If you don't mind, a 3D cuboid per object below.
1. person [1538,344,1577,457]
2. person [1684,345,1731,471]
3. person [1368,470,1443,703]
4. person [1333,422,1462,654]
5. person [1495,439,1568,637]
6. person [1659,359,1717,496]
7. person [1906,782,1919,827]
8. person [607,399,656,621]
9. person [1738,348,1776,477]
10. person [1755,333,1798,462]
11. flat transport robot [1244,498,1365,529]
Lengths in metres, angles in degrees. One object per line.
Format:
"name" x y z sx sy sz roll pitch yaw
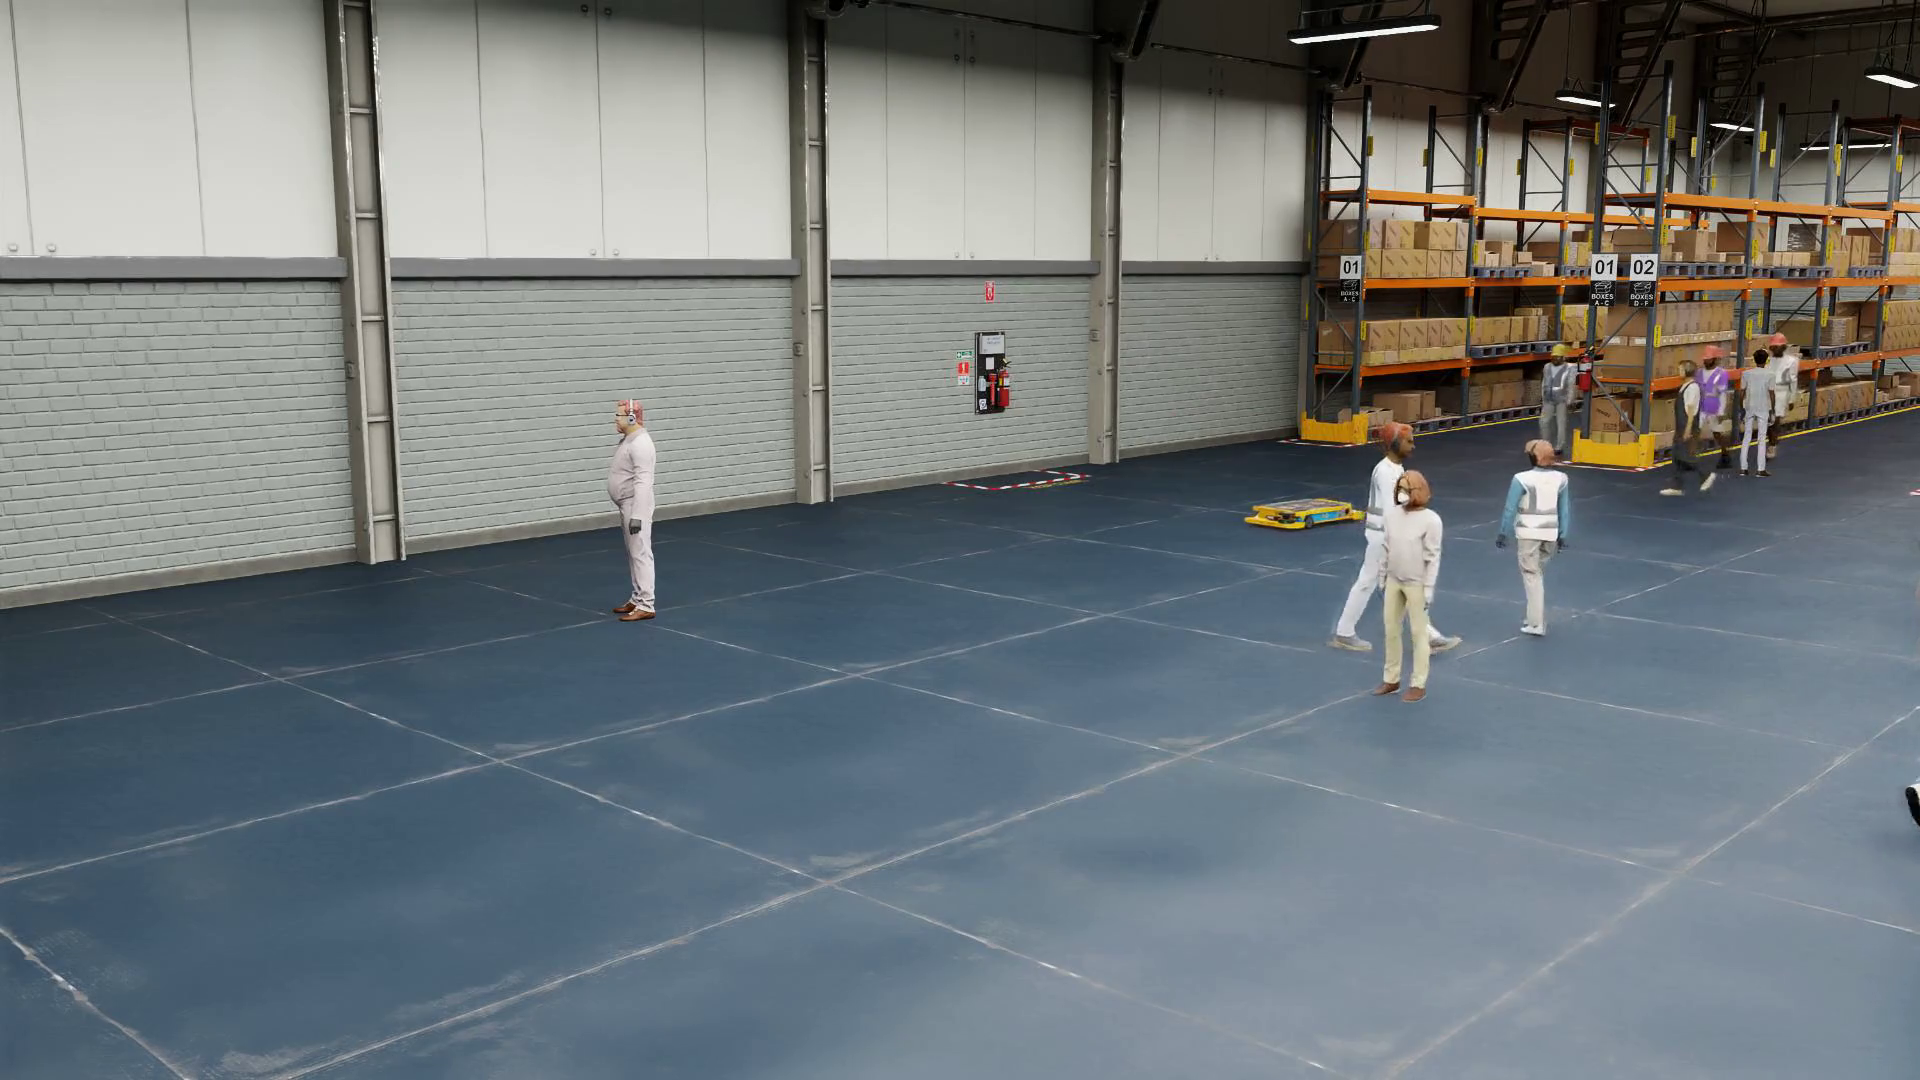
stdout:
"person" 9.539 -2.225 26.641 0.516 1.799 0.599 -8 13 -42
"person" 11.253 -1.974 24.878 0.979 1.895 0.550 -6 11 -33
"person" 3.131 0.318 11.657 0.295 1.632 0.503 -7 12 -37
"person" 3.405 0.000 12.990 0.999 1.828 0.602 5 10 26
"person" 4.721 -0.027 13.790 0.523 1.619 0.561 -3 10 -19
"person" 9.663 -1.478 21.985 0.590 1.833 0.520 1 9 8
"person" 5.466 0.756 8.671 0.755 1.735 0.520 1 9 5
"person" -2.828 -0.261 14.351 0.409 1.909 0.641 -3 10 -18
"person" 11.588 -1.855 24.162 0.531 1.876 0.322 9 13 43
"person" 12.712 -2.225 26.048 0.613 1.989 1.032 8 13 42
"flat transport robot" 4.093 -0.324 19.709 1.431 0.197 0.652 -8 12 -39
